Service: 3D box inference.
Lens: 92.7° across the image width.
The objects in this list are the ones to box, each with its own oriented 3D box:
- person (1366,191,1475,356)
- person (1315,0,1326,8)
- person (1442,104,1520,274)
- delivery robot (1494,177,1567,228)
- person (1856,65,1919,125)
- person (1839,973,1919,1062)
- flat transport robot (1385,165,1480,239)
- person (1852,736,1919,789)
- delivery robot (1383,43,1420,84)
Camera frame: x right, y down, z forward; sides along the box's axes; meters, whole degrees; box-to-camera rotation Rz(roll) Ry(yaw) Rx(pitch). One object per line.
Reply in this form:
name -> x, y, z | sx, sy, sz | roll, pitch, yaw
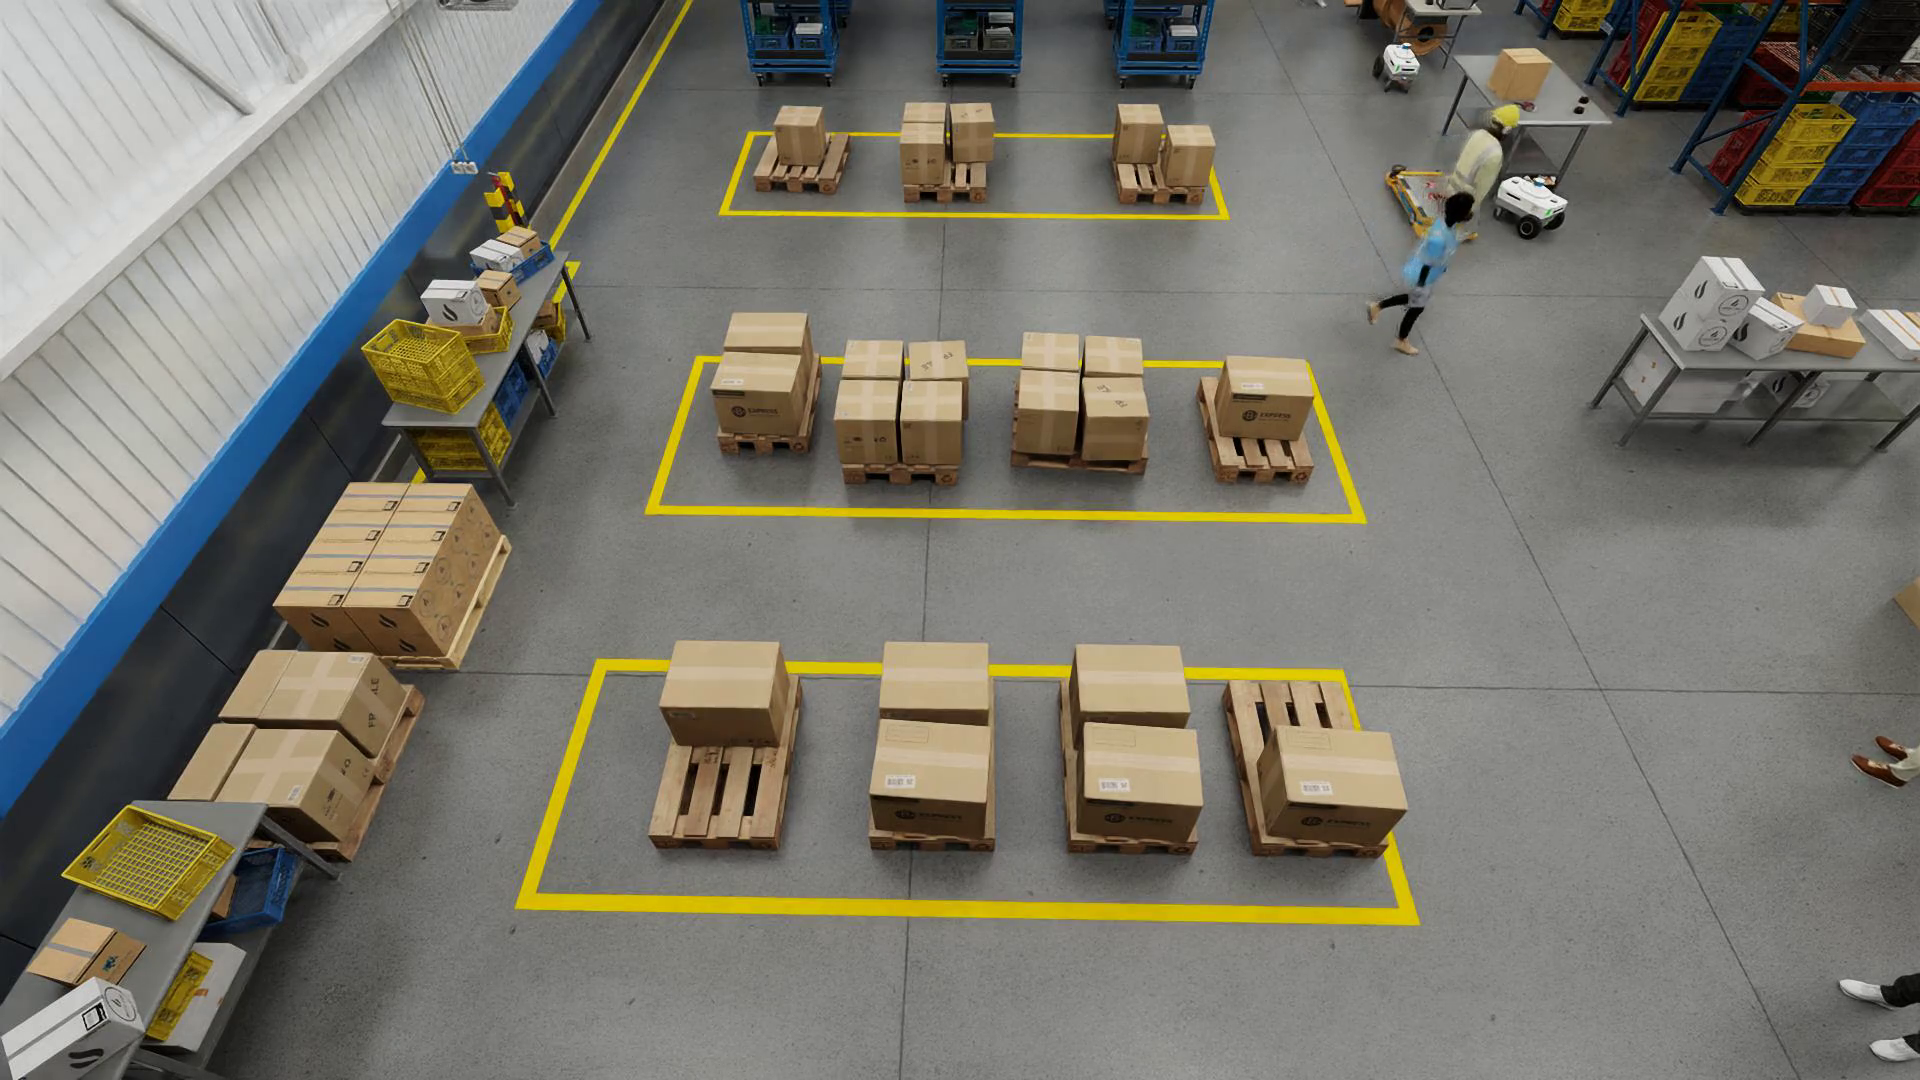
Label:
person -> 4.417, -2.586, 8.828 | 0.579, 1.681, 0.543 | 24, 53, 20
person -> 5.962, -9.670, 15.001 | 0.604, 1.623, 0.605 | -18, 52, -15
person -> 5.375, -3.673, 9.689 | 0.433, 1.797, 0.611 | -4, 49, -4
delivery robot -> 6.668, -3.983, 10.717 | 0.477, 0.478, 0.707 | -25, 54, -20
person -> 12.223, -6.150, 11.781 | 0.593, 1.882, 0.338 | -2, 49, -1
person -> 5.346, 2.179, 4.549 | 0.393, 1.917, 0.591 | 5, 49, 5
flat transport robot -> 5.692, -4.094, 11.059 | 0.652, 0.197, 1.431 | 1, 49, 1
person -> 6.407, 0.940, 5.658 | 0.507, 1.863, 0.332 | -23, 53, -18
delivery robot -> 6.381, -6.917, 13.256 | 0.477, 0.478, 0.707 | 2, 49, 2
